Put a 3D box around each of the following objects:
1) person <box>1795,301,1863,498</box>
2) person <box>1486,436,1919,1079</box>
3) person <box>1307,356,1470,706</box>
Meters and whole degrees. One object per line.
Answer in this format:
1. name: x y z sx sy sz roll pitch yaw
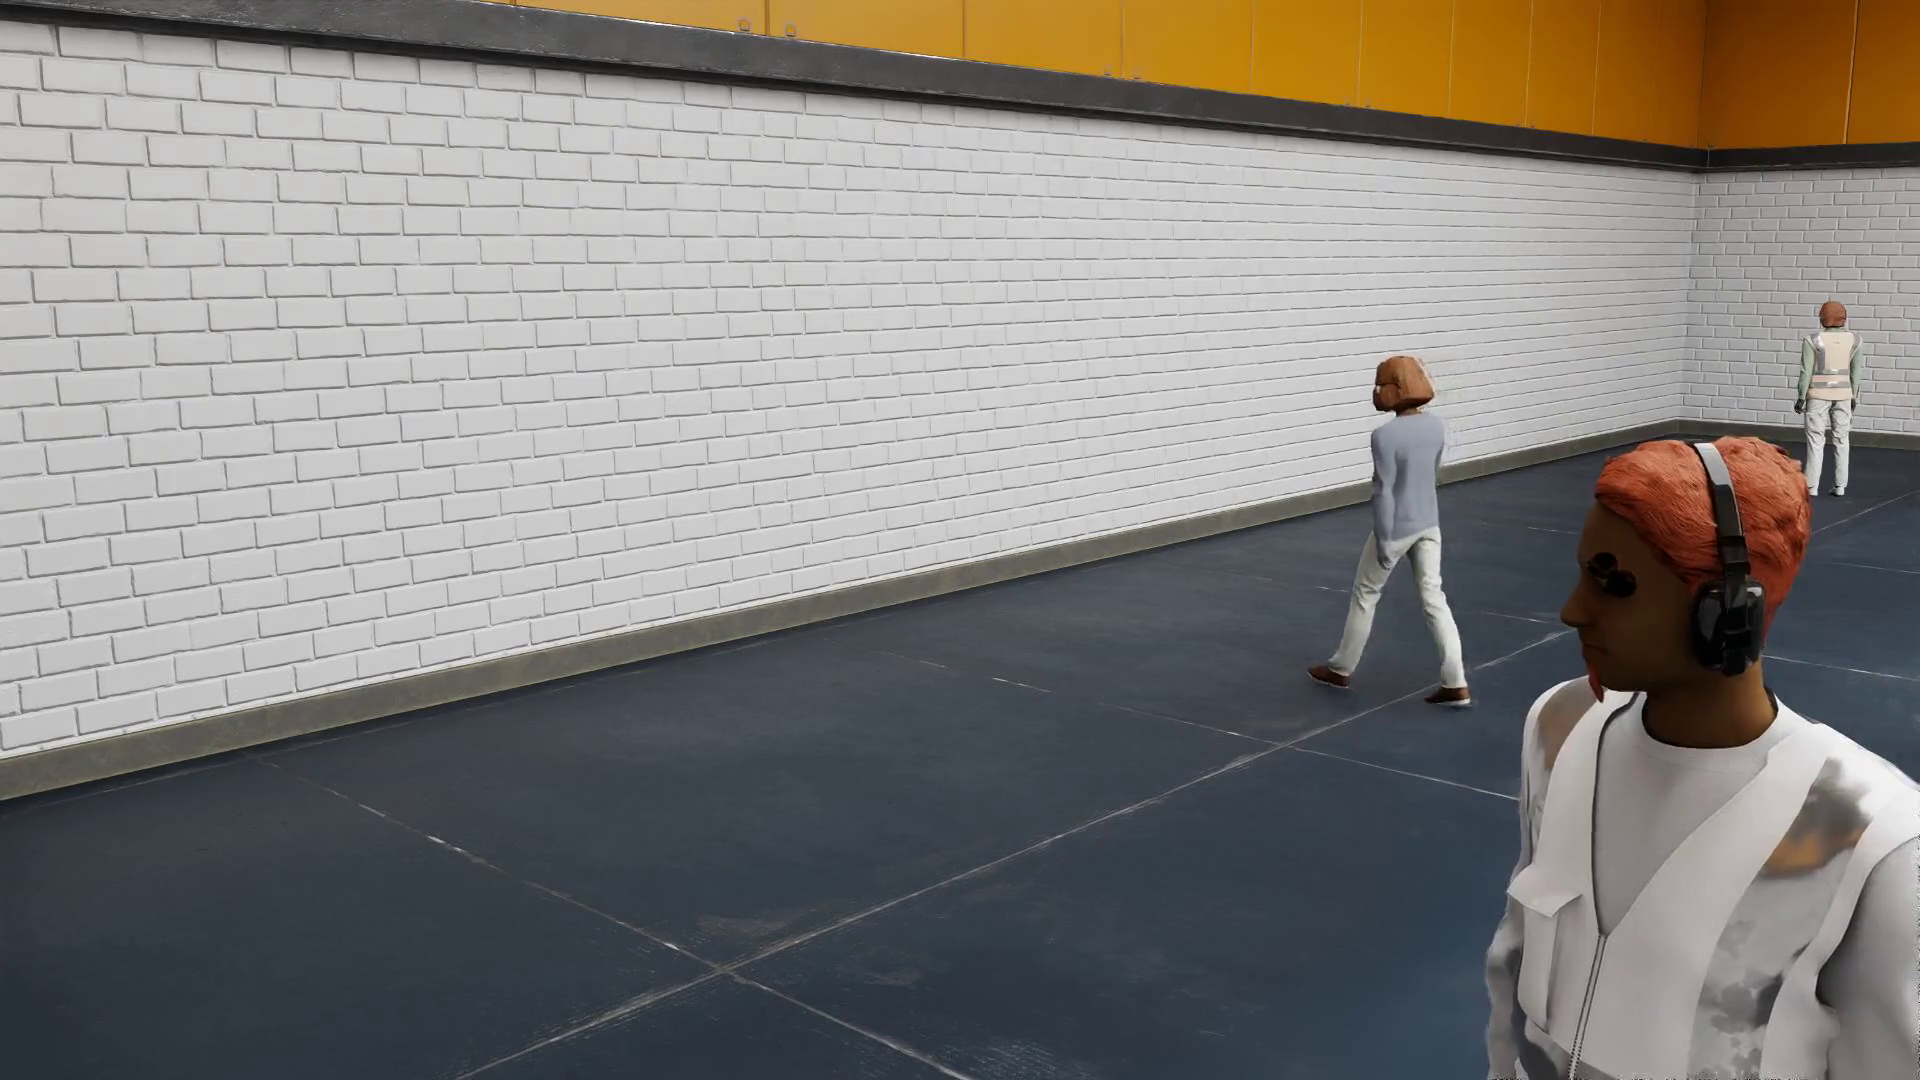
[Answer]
1. person: 7.228 -1.164 13.861 0.515 1.636 0.315 0 10 0
2. person: 0.799 0.815 1.887 0.342 1.882 0.579 -4 11 -22
3. person: 2.019 -0.047 7.630 0.503 1.591 0.828 -6 12 -32
